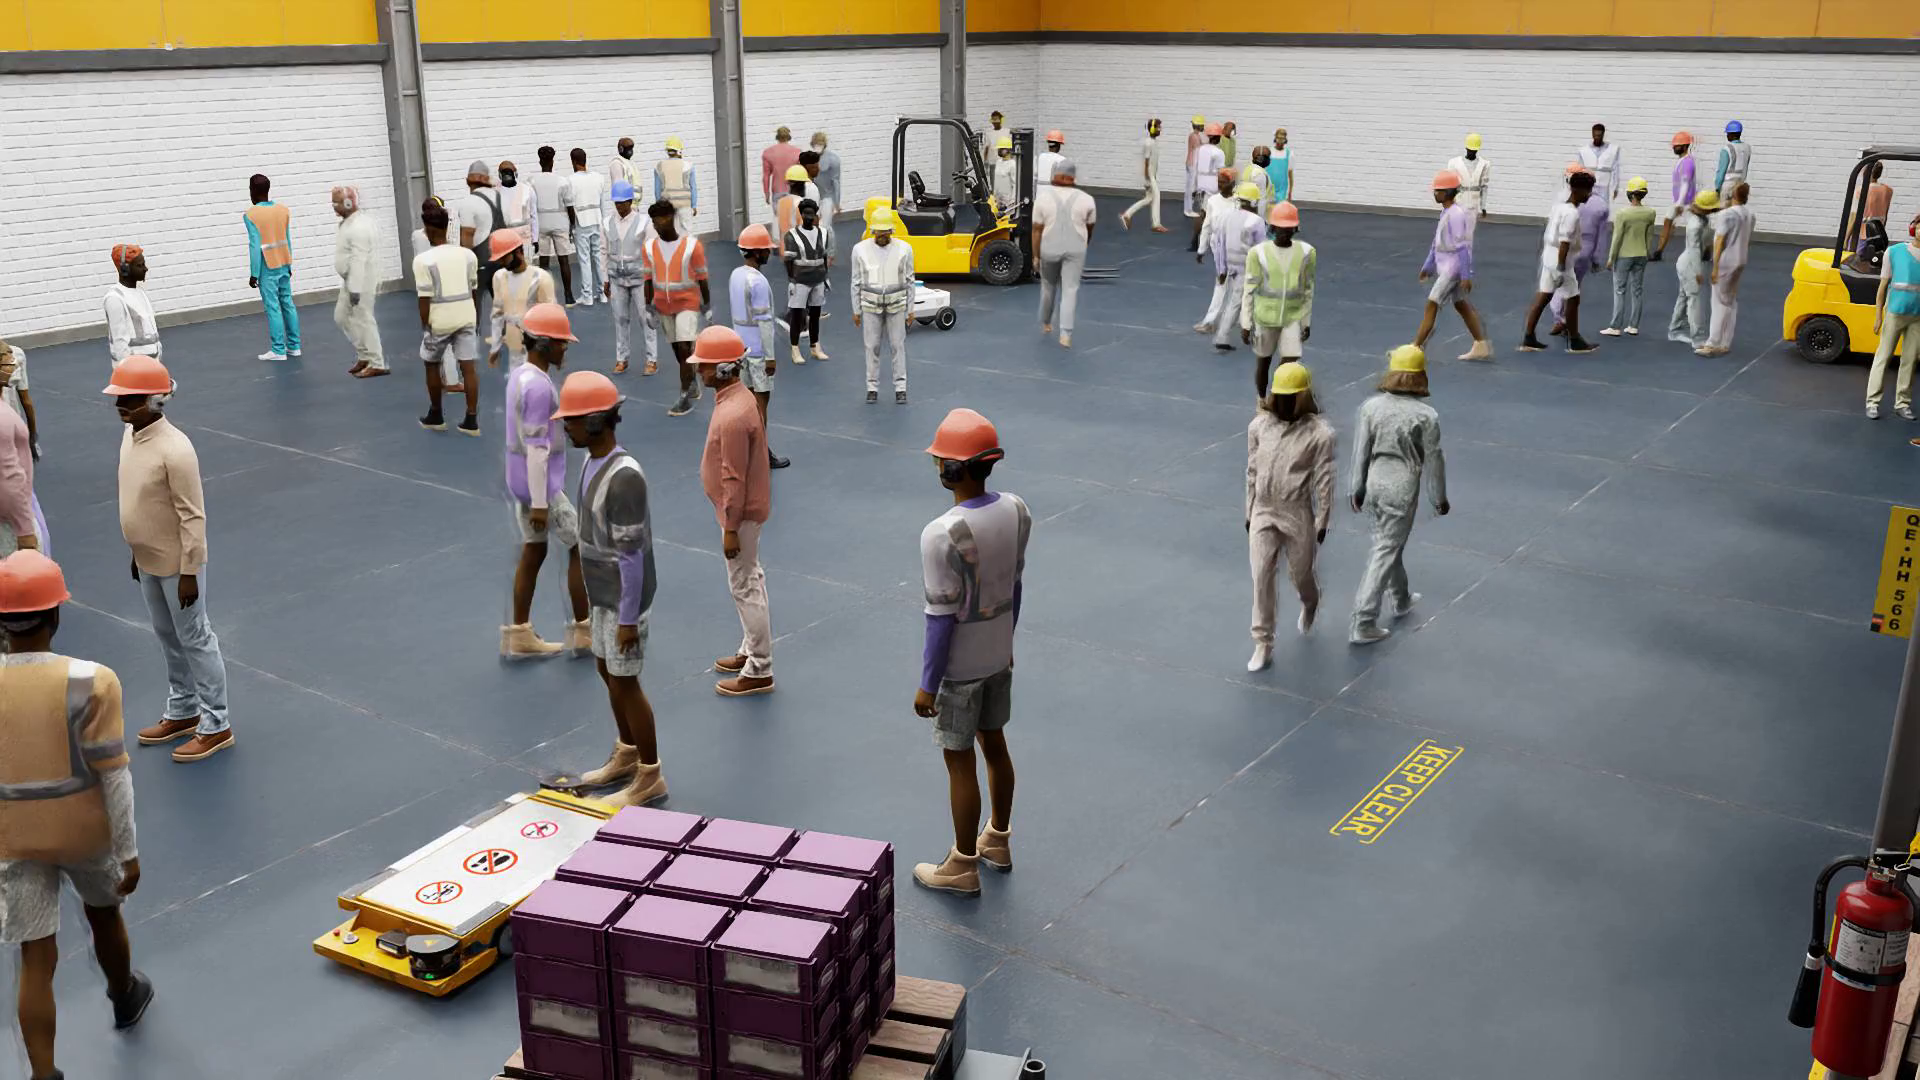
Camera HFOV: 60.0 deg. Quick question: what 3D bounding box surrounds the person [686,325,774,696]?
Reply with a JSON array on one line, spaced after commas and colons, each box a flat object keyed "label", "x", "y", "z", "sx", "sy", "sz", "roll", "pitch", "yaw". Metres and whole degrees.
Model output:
[{"label": "person", "x": -1.211, "y": -0.156, "z": 8.846, "sx": 0.409, "sy": 1.985, "sz": 0.609, "roll": -2, "pitch": 18, "yaw": -7}]

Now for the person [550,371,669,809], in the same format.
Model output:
[{"label": "person", "x": -1.582, "y": 0.239, "z": 7.528, "sx": 0.402, "sy": 2.031, "sz": 0.619, "roll": -9, "pitch": 20, "yaw": -25}]

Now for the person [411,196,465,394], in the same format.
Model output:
[{"label": "person", "x": -4.944, "y": -2.319, "z": 15.805, "sx": 0.512, "sy": 1.862, "sz": 0.326, "roll": 9, "pitch": 20, "yaw": 25}]

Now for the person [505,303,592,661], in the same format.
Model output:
[{"label": "person", "x": -2.232, "y": -0.313, "z": 9.290, "sx": 0.833, "sy": 2.003, "sz": 0.636, "roll": -8, "pitch": 19, "yaw": -23}]

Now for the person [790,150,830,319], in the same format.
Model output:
[{"label": "person", "x": -1.794, "y": -3.611, "z": 19.670, "sx": 0.362, "sy": 1.963, "sz": 0.614, "roll": -10, "pitch": 20, "yaw": -28}]

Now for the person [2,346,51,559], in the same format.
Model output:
[{"label": "person", "x": -6.039, "y": -0.594, "z": 10.412, "sx": 0.322, "sy": 1.862, "sz": 0.512, "roll": 17, "pitch": 24, "yaw": 42}]

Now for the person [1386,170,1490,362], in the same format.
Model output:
[{"label": "person", "x": 5.041, "y": -2.793, "z": 17.108, "sx": 1.068, "sy": 1.982, "sz": 0.636, "roll": 3, "pitch": 18, "yaw": 10}]

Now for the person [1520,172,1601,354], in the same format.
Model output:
[{"label": "person", "x": 6.444, "y": -2.916, "z": 17.562, "sx": 0.904, "sy": 1.910, "sz": 0.766, "roll": 2, "pitch": 18, "yaw": 7}]

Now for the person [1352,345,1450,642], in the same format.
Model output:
[{"label": "person", "x": 2.594, "y": -0.285, "z": 9.687, "sx": 0.864, "sy": 1.702, "sz": 0.496, "roll": -13, "pitch": 22, "yaw": -35}]

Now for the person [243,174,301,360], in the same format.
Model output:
[{"label": "person", "x": -7.169, "y": -2.837, "z": 17.333, "sx": 0.391, "sy": 1.917, "sz": 0.590, "roll": 5, "pitch": 18, "yaw": 16}]

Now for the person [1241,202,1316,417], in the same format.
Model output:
[{"label": "person", "x": 2.729, "y": -1.897, "z": 14.282, "sx": 0.636, "sy": 1.983, "sz": 1.066, "roll": 0, "pitch": 18, "yaw": 0}]

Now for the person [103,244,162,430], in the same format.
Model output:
[{"label": "person", "x": -6.189, "y": -1.288, "z": 12.559, "sx": 0.352, "sy": 1.879, "sz": 0.577, "roll": -1, "pitch": 18, "yaw": -4}]

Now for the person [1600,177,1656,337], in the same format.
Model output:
[{"label": "person", "x": 7.473, "y": -3.157, "z": 18.574, "sx": 0.525, "sy": 1.771, "sz": 0.305, "roll": -5, "pitch": 18, "yaw": -16}]

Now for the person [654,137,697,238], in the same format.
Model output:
[{"label": "person", "x": -3.980, "y": -4.724, "z": 23.375, "sx": 0.592, "sy": 1.829, "sz": 0.404, "roll": -1, "pitch": 18, "yaw": -2}]

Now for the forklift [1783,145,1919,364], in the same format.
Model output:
[{"label": "forklift", "x": 9.803, "y": -2.879, "z": 17.013, "sx": 2.313, "sy": 2.155, "sz": 1.214, "roll": 12, "pitch": 21, "yaw": 33}]

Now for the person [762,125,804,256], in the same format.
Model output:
[{"label": "person", "x": -2.560, "y": -5.111, "z": 24.448, "sx": 0.634, "sy": 1.923, "sz": 0.436, "roll": 1, "pitch": 18, "yaw": 4}]

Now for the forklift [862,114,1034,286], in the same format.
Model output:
[{"label": "forklift", "x": -0.171, "y": -4.594, "z": 22.377, "sx": 2.313, "sy": 2.155, "sz": 1.214, "roll": 1, "pitch": 18, "yaw": 3}]

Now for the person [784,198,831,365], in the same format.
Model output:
[{"label": "person", "x": -1.568, "y": -2.674, "z": 17.170, "sx": 0.536, "sy": 1.699, "sz": 0.322, "roll": -13, "pitch": 22, "yaw": -36}]

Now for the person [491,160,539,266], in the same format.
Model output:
[{"label": "person", "x": -5.294, "y": -3.552, "z": 19.688, "sx": 0.621, "sy": 1.845, "sz": 0.429, "roll": -4, "pitch": 18, "yaw": -12}]

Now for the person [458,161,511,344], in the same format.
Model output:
[{"label": "person", "x": -5.134, "y": -3.091, "z": 17.925, "sx": 0.553, "sy": 2.000, "sz": 0.722, "roll": 9, "pitch": 20, "yaw": 25}]

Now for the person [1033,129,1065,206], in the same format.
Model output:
[{"label": "person", "x": 1.287, "y": -4.843, "z": 23.614, "sx": 0.565, "sy": 1.919, "sz": 0.451, "roll": 16, "pitch": 24, "yaw": 40}]

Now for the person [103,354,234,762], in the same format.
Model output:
[{"label": "person", "x": -3.850, "y": 0.086, "z": 8.059, "sx": 0.612, "sy": 1.997, "sz": 0.376, "roll": 14, "pitch": 22, "yaw": 37}]

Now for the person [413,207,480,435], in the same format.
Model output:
[{"label": "person", "x": -4.435, "y": -1.891, "z": 14.324, "sx": 0.633, "sy": 1.934, "sz": 0.791, "roll": -16, "pitch": 24, "yaw": -41}]

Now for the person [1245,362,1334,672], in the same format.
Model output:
[{"label": "person", "x": 1.839, "y": -0.165, "z": 9.293, "sx": 0.489, "sy": 1.723, "sz": 0.708, "roll": 9, "pitch": 20, "yaw": 26}]

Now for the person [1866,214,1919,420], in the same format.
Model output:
[{"label": "person", "x": 8.420, "y": -1.988, "z": 14.785, "sx": 0.563, "sy": 1.848, "sz": 0.389, "roll": 2, "pitch": 18, "yaw": 6}]

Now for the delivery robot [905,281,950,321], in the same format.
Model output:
[{"label": "delivery robot", "x": -0.472, "y": -2.715, "z": 18.999, "sx": 0.707, "sy": 0.478, "sz": 0.477, "roll": -12, "pitch": 21, "yaw": -33}]

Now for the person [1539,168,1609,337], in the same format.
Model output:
[{"label": "person", "x": 6.769, "y": -3.154, "z": 18.388, "sx": 0.672, "sy": 1.876, "sz": 0.506, "roll": -1, "pitch": 18, "yaw": -3}]

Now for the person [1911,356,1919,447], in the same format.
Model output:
[{"label": "person", "x": 8.234, "y": -1.556, "z": 13.781, "sx": 0.503, "sy": 1.633, "sz": 0.280, "roll": 3, "pitch": 18, "yaw": 10}]

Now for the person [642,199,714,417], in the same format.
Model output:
[{"label": "person", "x": -2.561, "y": -2.151, "z": 15.206, "sx": 0.635, "sy": 1.915, "sz": 0.944, "roll": 4, "pitch": 18, "yaw": 12}]

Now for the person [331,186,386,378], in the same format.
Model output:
[{"label": "person", "x": -5.995, "y": -2.536, "z": 16.426, "sx": 0.499, "sy": 1.884, "sz": 0.667, "roll": -9, "pitch": 20, "yaw": -25}]

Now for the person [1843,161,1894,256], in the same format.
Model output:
[{"label": "person", "x": 10.733, "y": -3.570, "z": 19.741, "sx": 0.563, "sy": 1.844, "sz": 0.389, "roll": -6, "pitch": 19, "yaw": -18}]
